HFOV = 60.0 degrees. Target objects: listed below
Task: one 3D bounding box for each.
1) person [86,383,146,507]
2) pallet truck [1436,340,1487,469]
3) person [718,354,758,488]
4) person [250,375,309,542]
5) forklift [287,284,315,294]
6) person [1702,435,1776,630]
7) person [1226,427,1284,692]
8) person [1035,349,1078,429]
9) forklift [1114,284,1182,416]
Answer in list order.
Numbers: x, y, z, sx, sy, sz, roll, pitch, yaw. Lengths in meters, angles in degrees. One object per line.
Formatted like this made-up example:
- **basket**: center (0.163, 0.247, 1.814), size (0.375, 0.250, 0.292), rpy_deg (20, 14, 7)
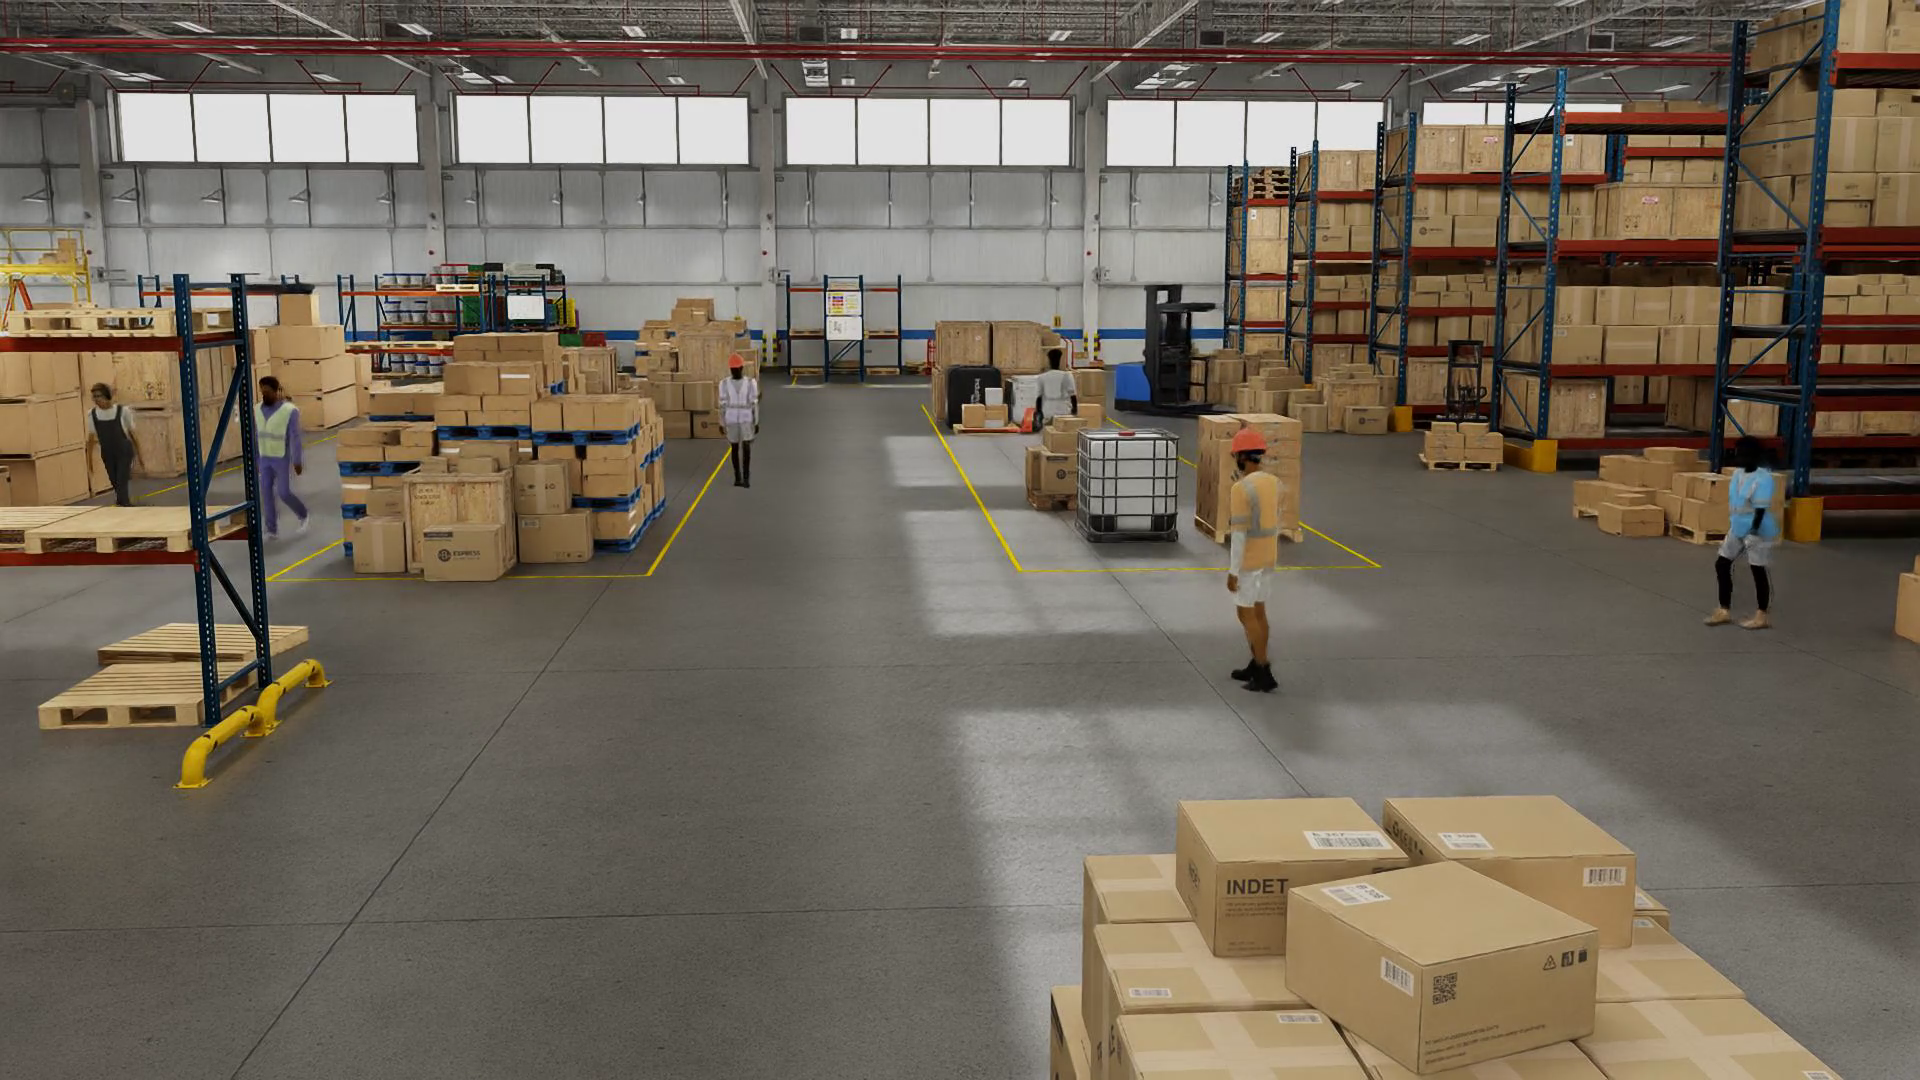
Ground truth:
- **person**: center (-9.811, -0.929, 19.290), size (0.575, 1.778, 0.948), rpy_deg (-1, 9, -5)
- **pallet truck**: center (8.004, -2.170, 26.422), size (0.823, 1.965, 1.885), rpy_deg (2, 9, 14)
- **person**: center (-3.154, -1.677, 23.632), size (0.562, 1.896, 0.899), rpy_deg (-1, 9, -4)
- **person**: center (-7.806, -0.938, 19.005), size (0.594, 1.898, 0.596), rpy_deg (3, 9, 16)
- **forklift**: center (-15.152, -4.524, 38.438), size (1.873, 2.768, 1.129), rpy_deg (-1, 9, -4)
- **person**: center (6.650, -0.053, 14.145), size (0.611, 1.665, 0.539), rpy_deg (-2, 9, -13)
- **person**: center (2.138, 0.139, 12.159), size (0.408, 1.943, 0.551), rpy_deg (8, 12, 41)
- **person**: center (1.452, -1.929, 25.147), size (0.616, 1.930, 0.956), rpy_deg (4, 10, 23)
- **forklift**: center (4.378, -4.151, 36.093), size (1.129, 2.768, 1.873), rpy_deg (-9, 13, -43)
